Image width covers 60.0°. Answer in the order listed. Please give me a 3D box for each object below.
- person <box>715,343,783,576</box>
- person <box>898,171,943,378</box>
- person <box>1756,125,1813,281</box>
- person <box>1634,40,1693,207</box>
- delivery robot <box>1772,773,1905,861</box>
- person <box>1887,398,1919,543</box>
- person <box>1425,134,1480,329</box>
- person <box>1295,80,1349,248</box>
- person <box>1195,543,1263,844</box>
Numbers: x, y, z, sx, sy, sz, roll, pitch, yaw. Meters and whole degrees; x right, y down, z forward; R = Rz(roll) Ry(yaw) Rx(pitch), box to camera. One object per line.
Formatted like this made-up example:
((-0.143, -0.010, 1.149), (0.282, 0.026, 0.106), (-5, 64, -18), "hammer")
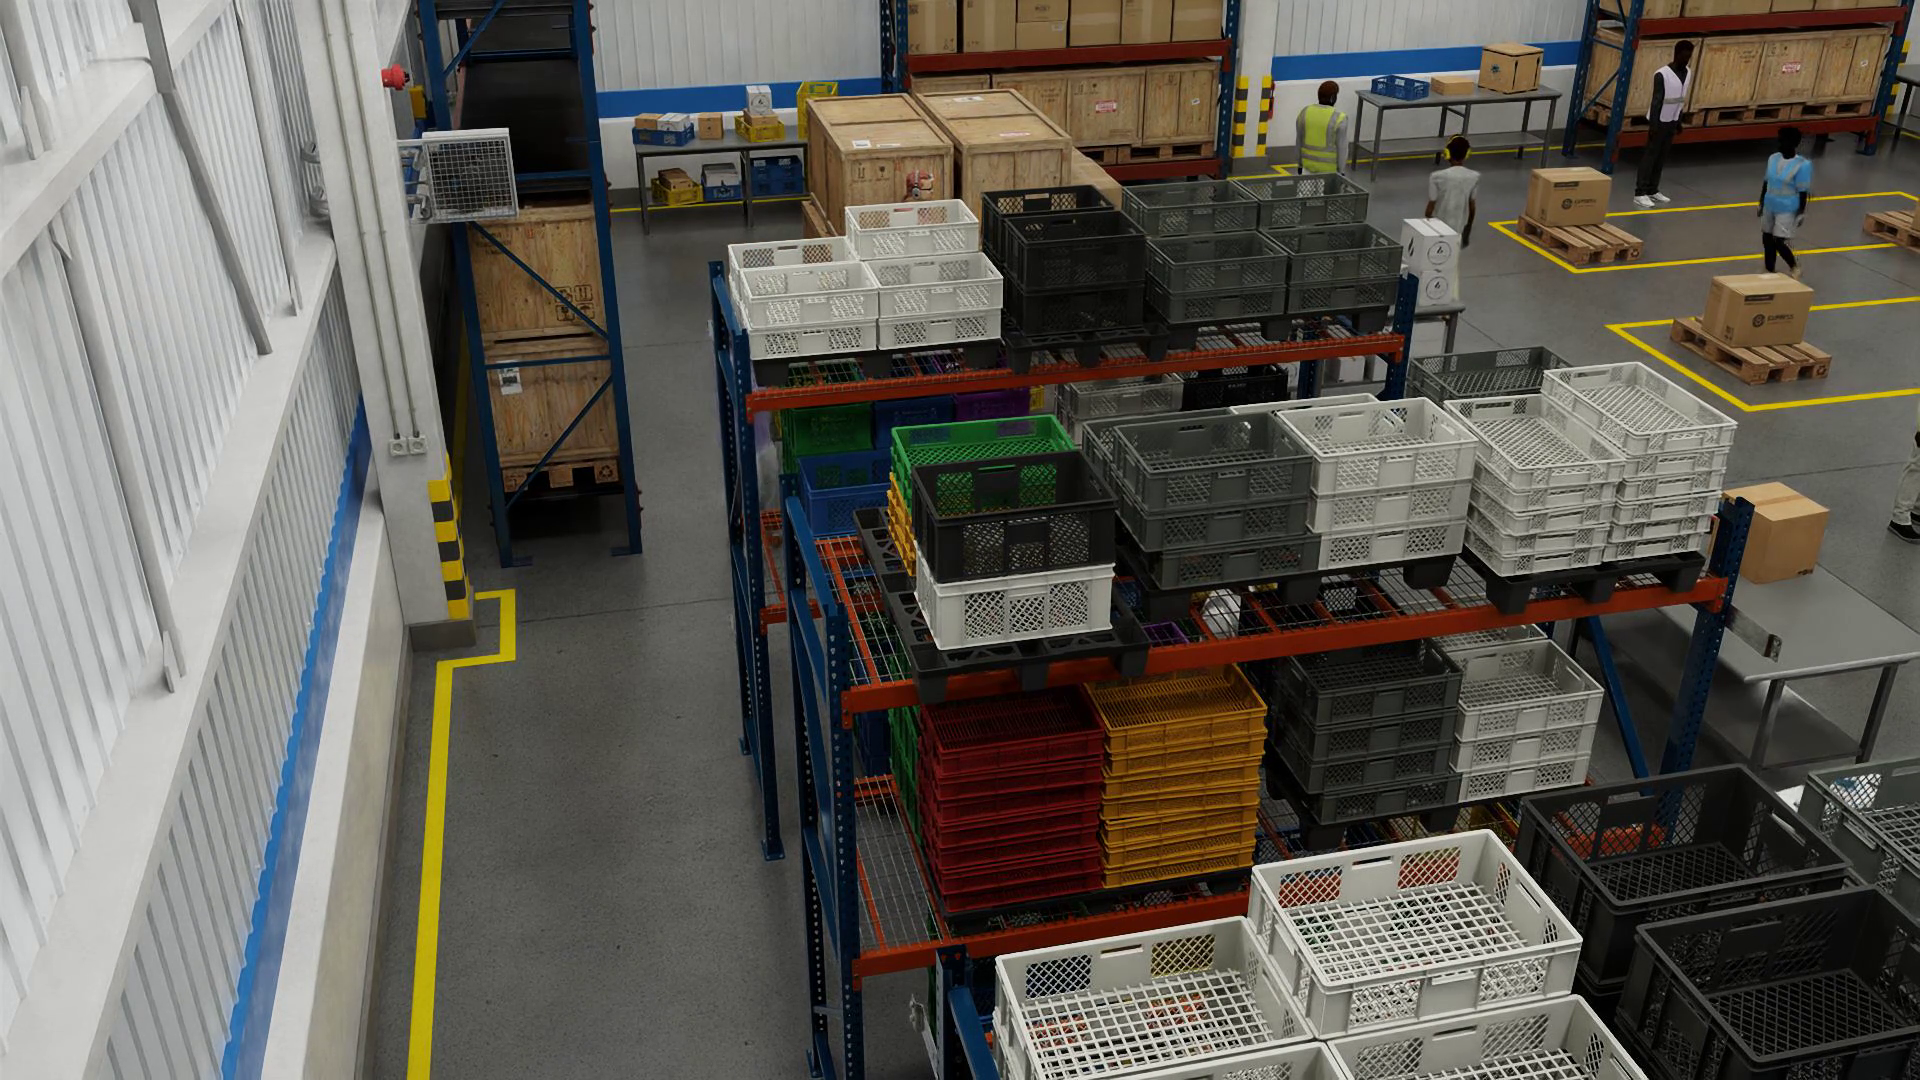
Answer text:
((-1.458, -0.618, 11.462), (0.478, 1.895, 0.684), (11, 30, 19), "person")
((-0.351, -2.313, 14.664), (0.407, 1.906, 0.655), (-2, 28, -3), "person")
((8.392, -3.380, 16.933), (0.432, 1.670, 0.575), (-9, 29, -16), "person")
((8.307, -4.924, 19.611), (0.587, 1.913, 0.391), (-19, 33, -31), "person")
((4.671, 1.443, 8.880), (0.707, 0.478, 0.477), (-10, 30, -19), "delivery robot")
((7.132, -0.875, 12.010), (0.591, 1.837, 0.403), (-15, 31, -26), "person")
((4.650, -2.932, 15.901), (0.521, 1.855, 0.331), (-4, 28, -8), "person")
((3.917, -4.040, 18.010), (0.624, 1.845, 0.429), (23, 35, 36), "person")
((1.414, 0.809, 8.765), (0.349, 1.884, 0.584), (10, 29, 18), "person")
